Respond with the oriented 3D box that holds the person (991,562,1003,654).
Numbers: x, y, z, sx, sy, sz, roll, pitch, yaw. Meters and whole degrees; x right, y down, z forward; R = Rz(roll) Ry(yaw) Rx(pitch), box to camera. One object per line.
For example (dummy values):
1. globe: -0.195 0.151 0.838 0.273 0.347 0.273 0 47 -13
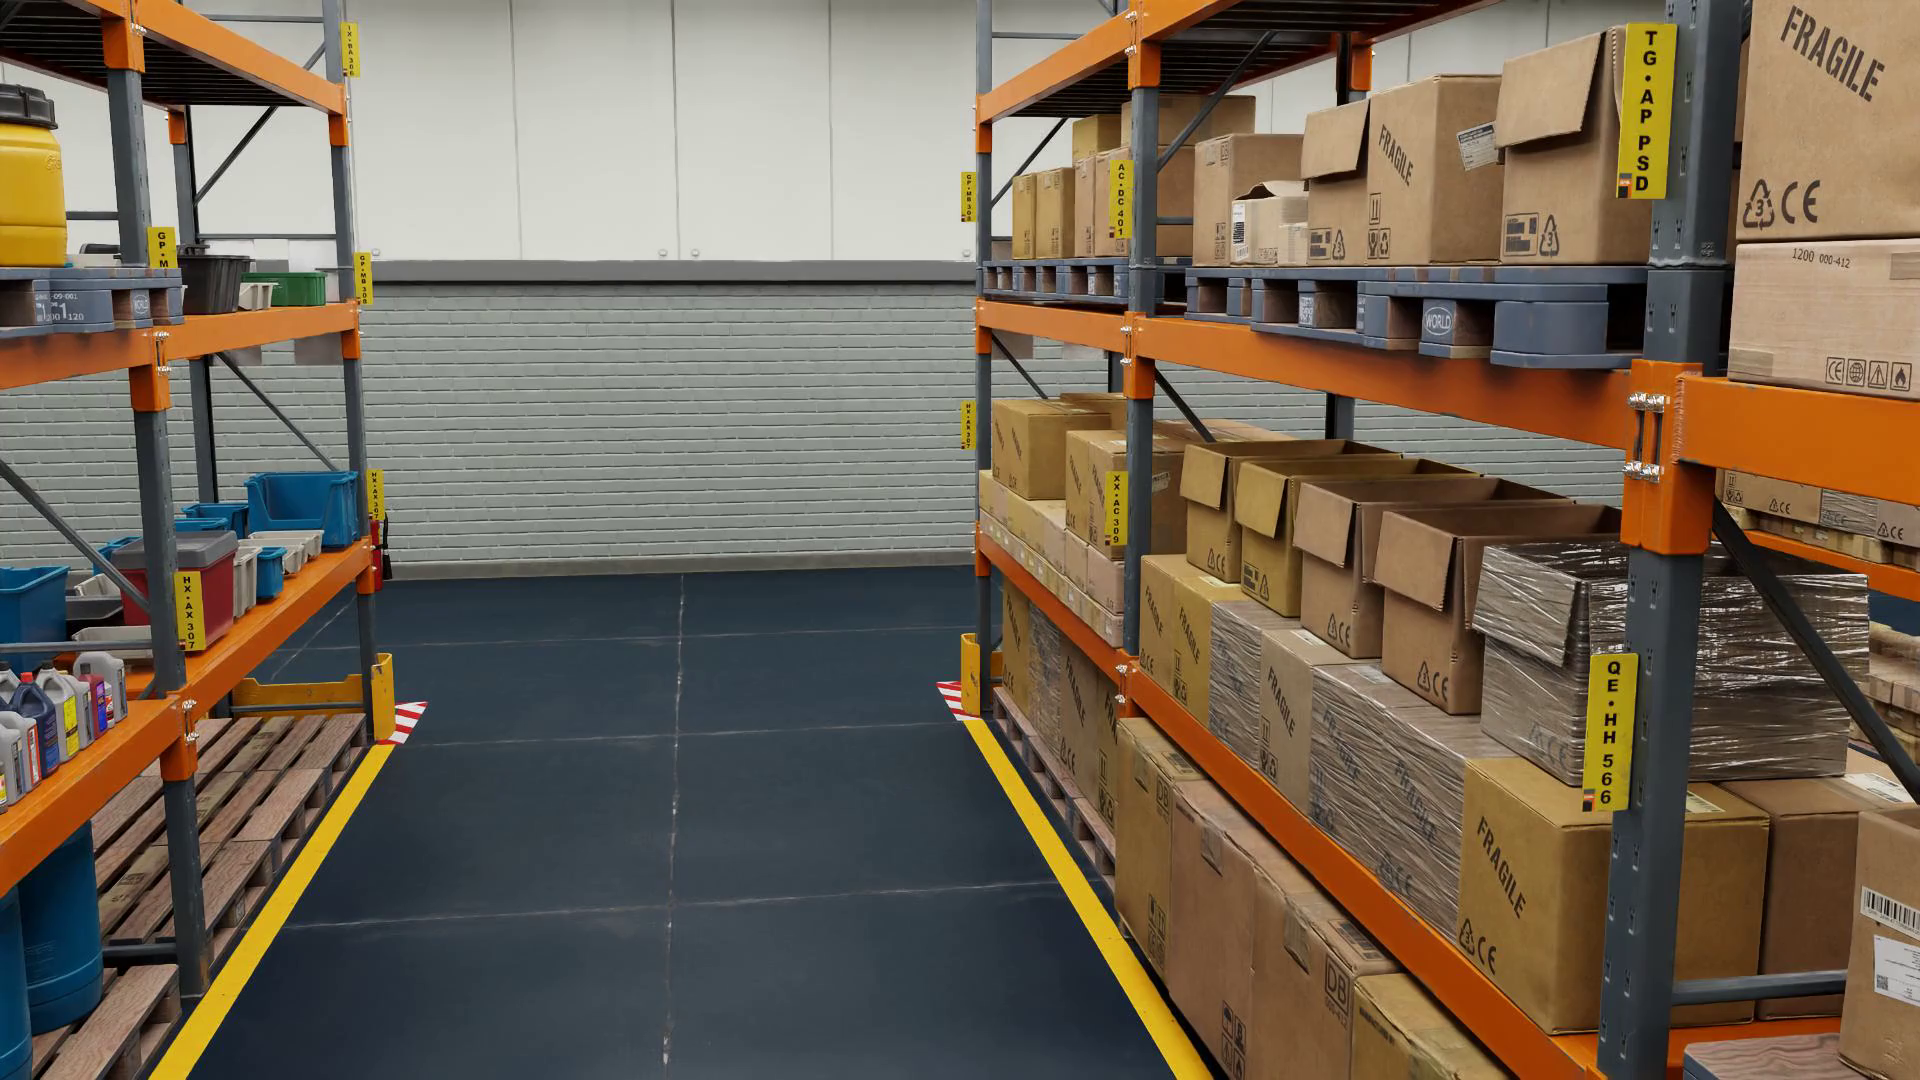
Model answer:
1. person: 0.486 0.086 12.430 1.019 1.883 0.632 -5 10 -26
